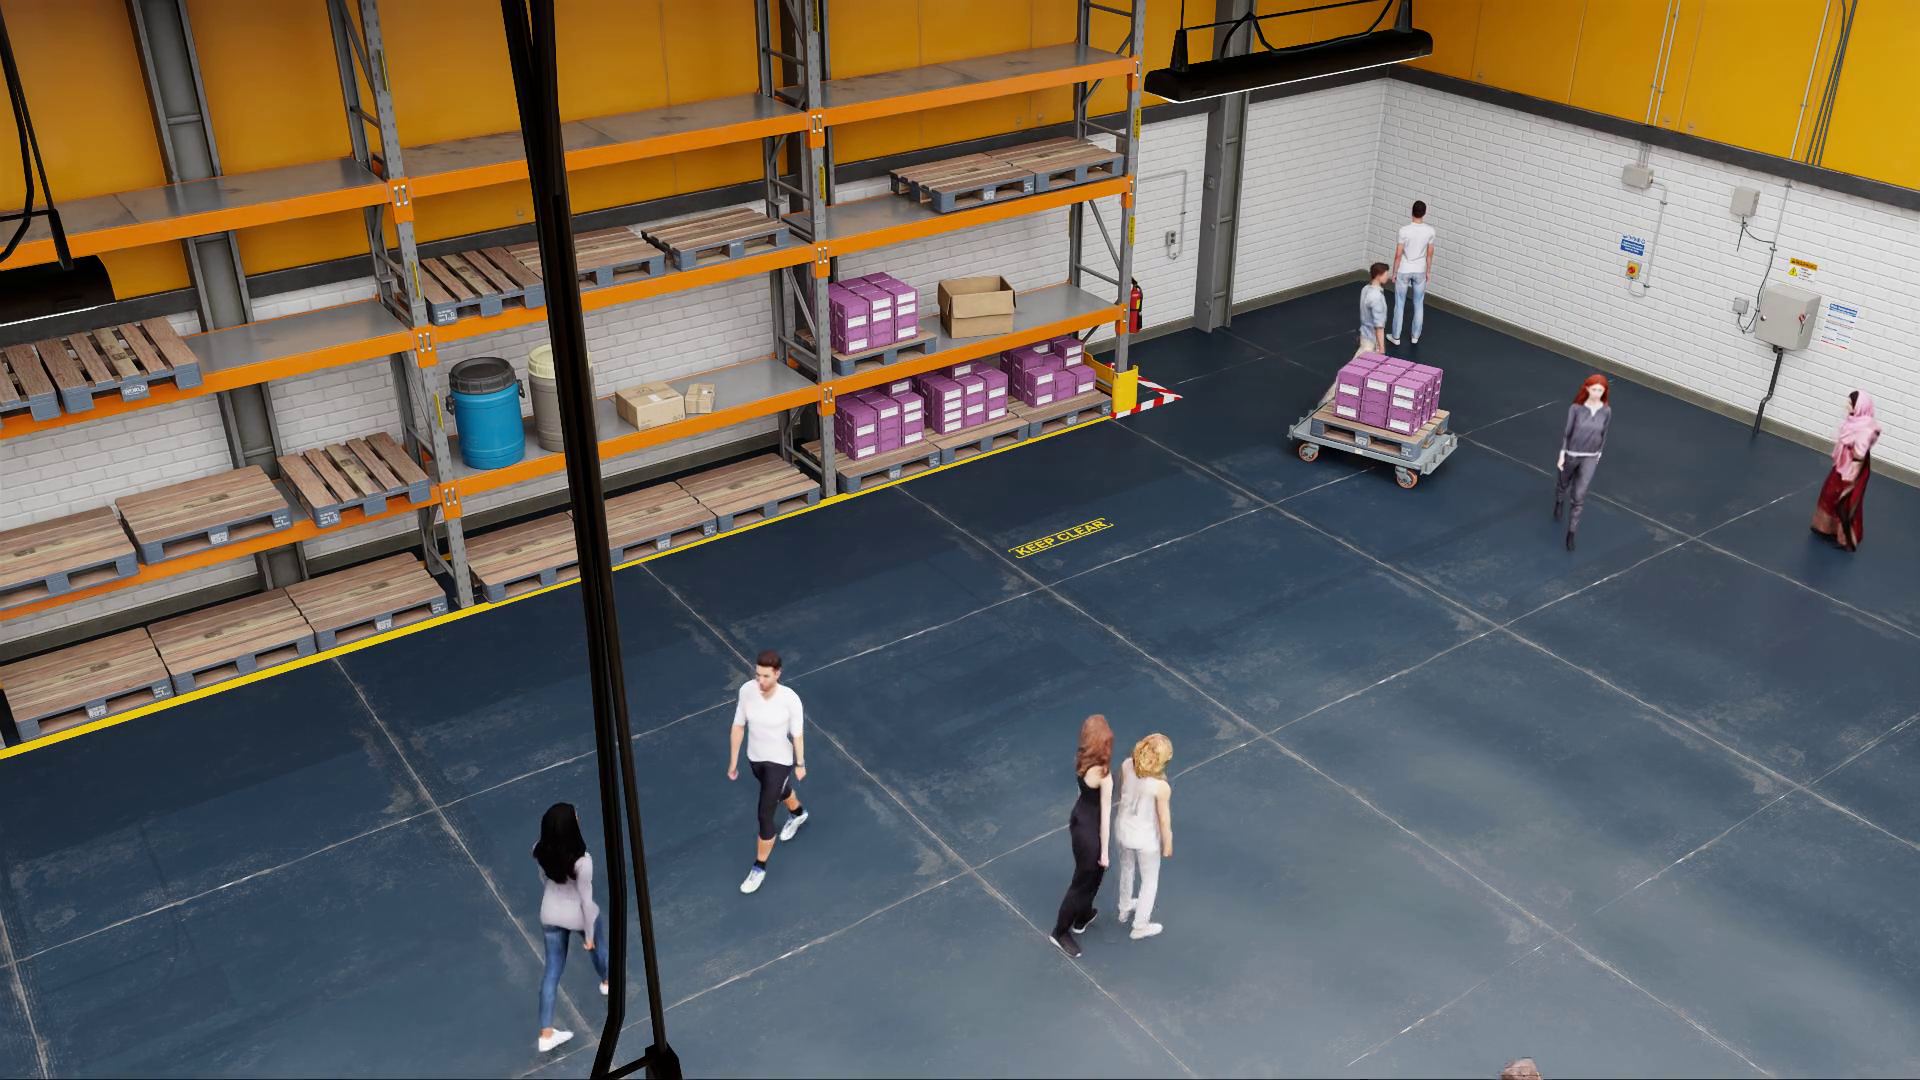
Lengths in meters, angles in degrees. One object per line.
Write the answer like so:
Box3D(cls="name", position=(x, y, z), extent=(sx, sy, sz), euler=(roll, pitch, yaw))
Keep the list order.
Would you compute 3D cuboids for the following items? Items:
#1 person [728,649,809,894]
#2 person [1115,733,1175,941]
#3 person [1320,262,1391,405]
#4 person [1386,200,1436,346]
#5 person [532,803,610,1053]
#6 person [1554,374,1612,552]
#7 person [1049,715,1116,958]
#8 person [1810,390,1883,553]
Box3D(cls="person", position=(-1.342, 1.550, 12.124), extent=(1.030, 1.810, 1.311), euler=(14, 32, 25))
Box3D(cls="person", position=(1.221, 1.993, 11.476), extent=(0.666, 1.653, 0.648), euler=(15, 32, 26))
Box3D(cls="person", position=(4.632, -2.303, 19.195), extent=(1.298, 1.803, 1.168), euler=(2, 29, 4))
Box3D(cls="person", position=(5.741, -3.400, 21.157), extent=(0.679, 1.850, 0.790), euler=(-1, 29, -2))
Box3D(cls="person", position=(-2.540, 2.470, 10.558), extent=(1.029, 1.695, 1.209), euler=(13, 31, 22))
Box3D(cls="person", position=(6.148, -0.843, 16.581), extent=(1.067, 1.742, 1.190), euler=(8, 30, 14))
Box3D(cls="person", position=(0.853, 2.019, 11.367), extent=(0.770, 1.712, 0.753), euler=(-5, 29, -10))
Box3D(cls="person", position=(8.828, -0.716, 16.479), extent=(0.930, 1.616, 0.874), euler=(5, 29, 9))
